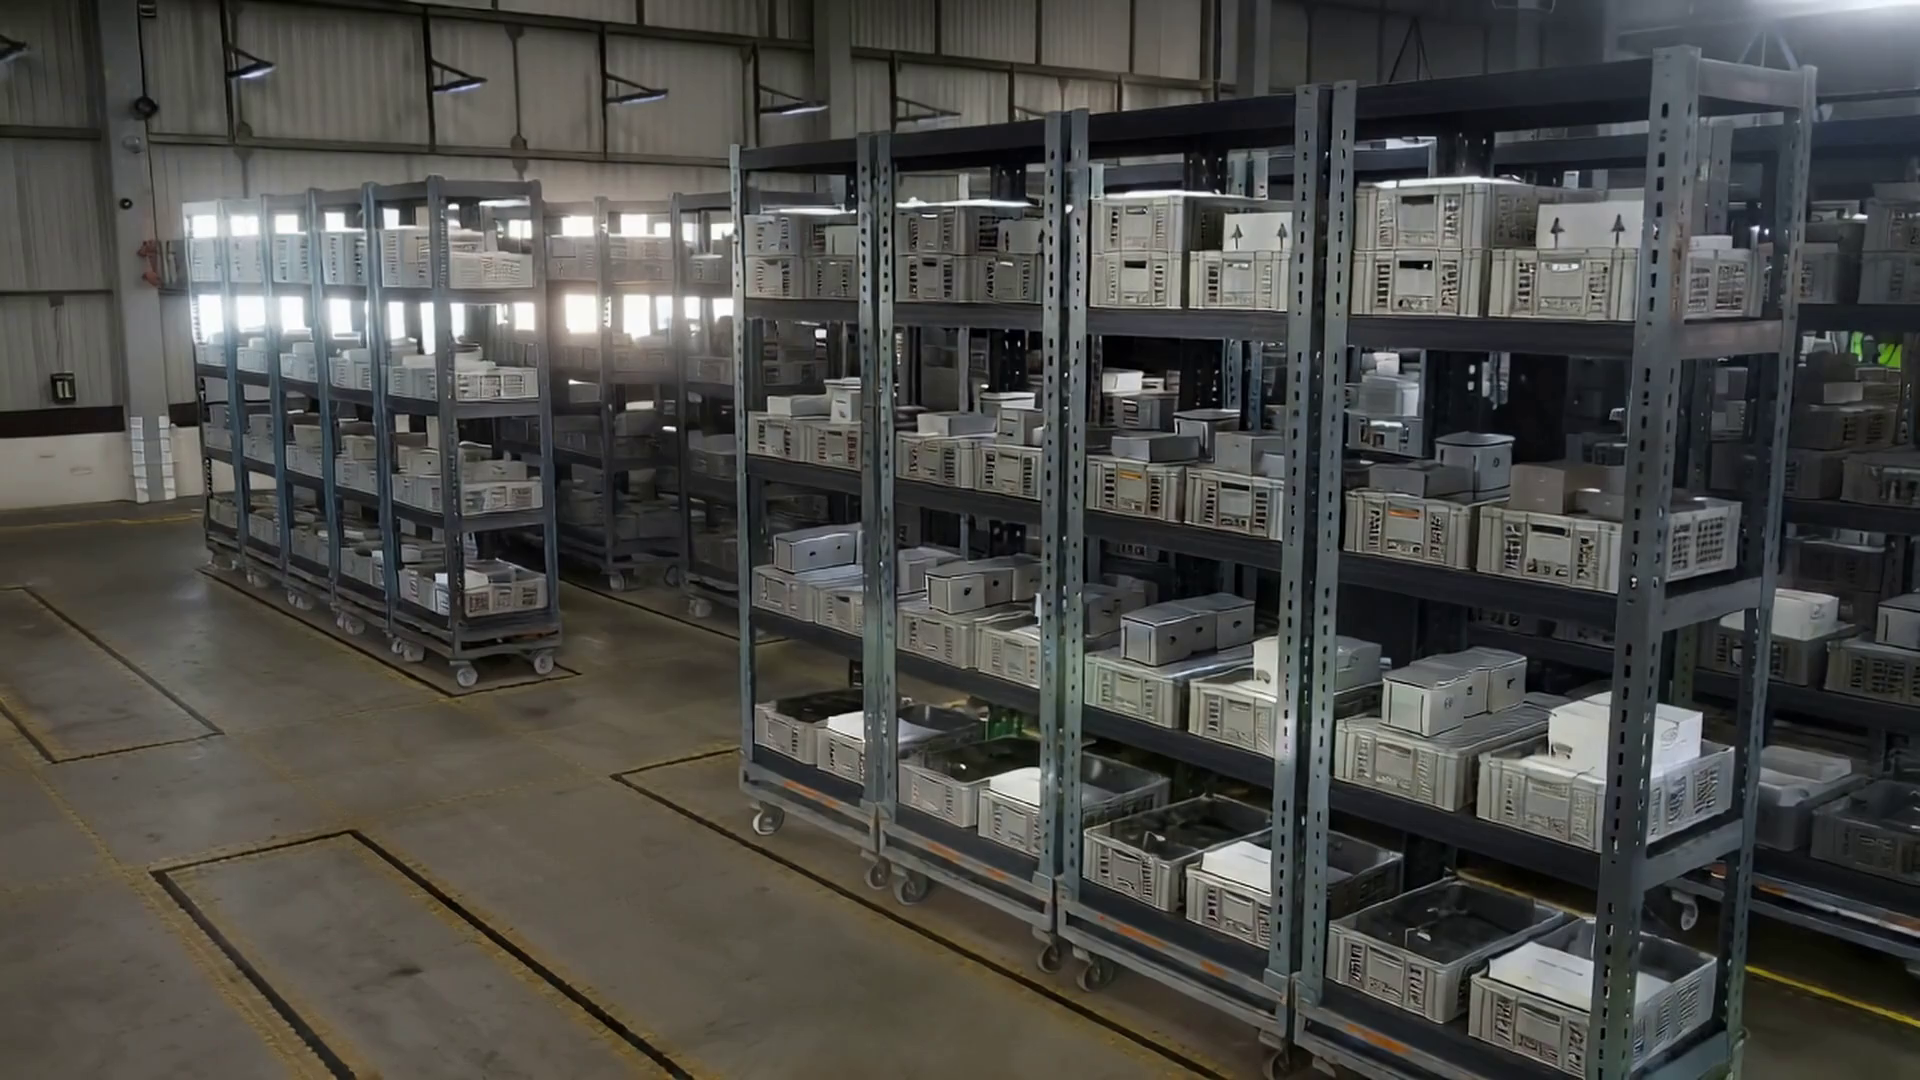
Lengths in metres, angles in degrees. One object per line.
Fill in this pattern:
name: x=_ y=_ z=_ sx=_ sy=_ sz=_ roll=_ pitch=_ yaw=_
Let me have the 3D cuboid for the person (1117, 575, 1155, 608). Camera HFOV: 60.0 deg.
person: x=1.421 y=-0.113 z=12.916 sx=0.373 sy=1.997 sz=0.618 roll=9 pitch=13 yaw=43
